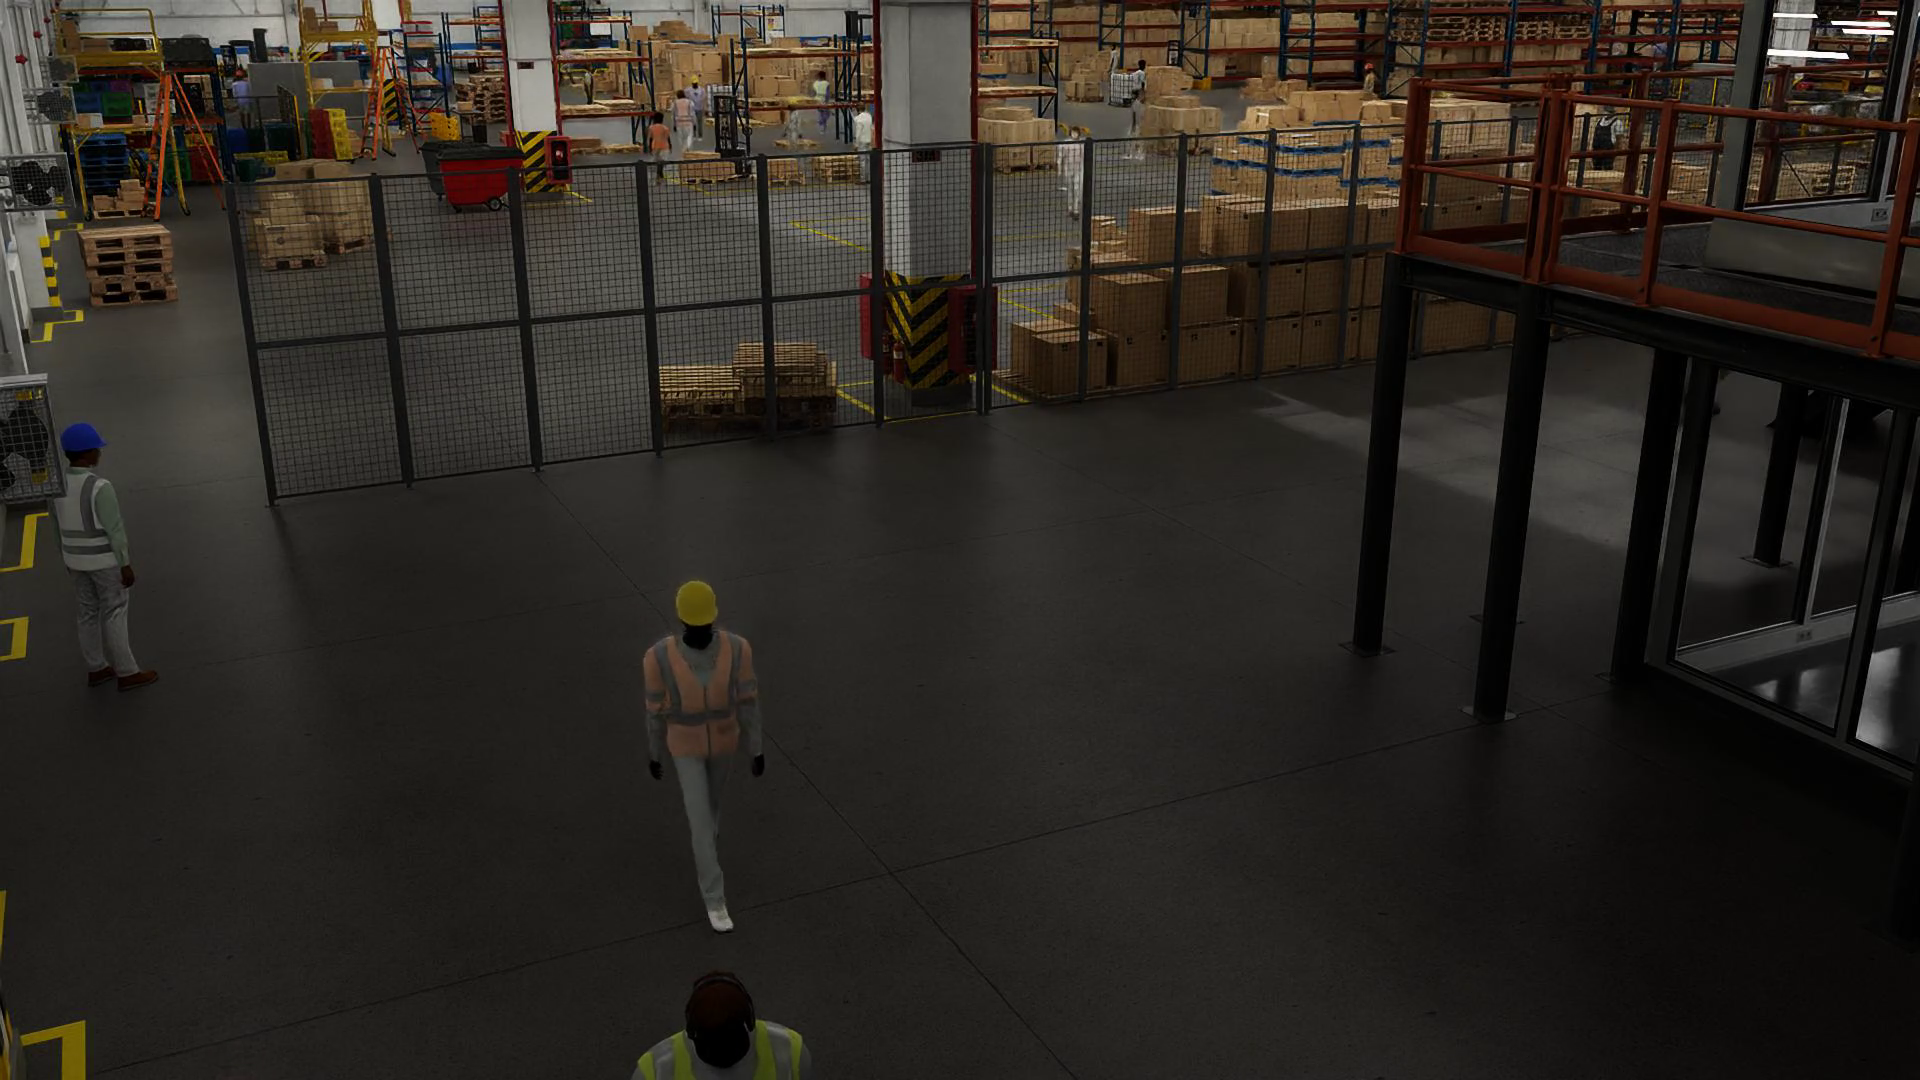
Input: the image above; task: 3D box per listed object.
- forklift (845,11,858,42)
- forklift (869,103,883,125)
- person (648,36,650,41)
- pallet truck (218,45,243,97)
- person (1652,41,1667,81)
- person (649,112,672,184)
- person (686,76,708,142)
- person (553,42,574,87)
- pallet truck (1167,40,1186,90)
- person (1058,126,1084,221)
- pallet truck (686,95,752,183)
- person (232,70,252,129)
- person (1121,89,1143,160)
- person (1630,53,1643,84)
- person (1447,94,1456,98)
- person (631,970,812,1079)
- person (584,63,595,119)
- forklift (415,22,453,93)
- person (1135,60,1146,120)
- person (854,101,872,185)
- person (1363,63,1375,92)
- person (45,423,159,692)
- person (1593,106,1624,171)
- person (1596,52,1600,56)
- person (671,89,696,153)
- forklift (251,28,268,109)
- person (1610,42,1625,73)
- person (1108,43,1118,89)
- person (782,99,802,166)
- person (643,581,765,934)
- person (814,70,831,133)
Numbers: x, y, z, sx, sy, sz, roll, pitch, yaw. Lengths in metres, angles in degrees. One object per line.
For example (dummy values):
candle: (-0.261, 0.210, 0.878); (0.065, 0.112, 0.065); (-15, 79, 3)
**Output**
forklift: (-5.435, -25.090, 83.402); (1.873, 2.768, 1.129); (-9, 21, -25)
forklift: (-1.933, -14.881, 53.809); (1.873, 2.768, 1.129); (-9, 21, -25)
person: (-14.288, -22.202, 76.511); (0.642, 1.908, 0.936); (-8, 21, -22)
pallet truck: (-28.879, -18.665, 66.111); (0.823, 1.965, 1.885); (-3, 19, -9)
person: (31.508, -21.642, 74.859); (0.644, 1.917, 0.493); (9, 21, 26)
person: (-7.135, -9.295, 39.441); (0.534, 1.665, 0.789); (4, 20, 12)
person: (-7.710, -12.638, 48.782); (0.597, 1.894, 0.804); (-5, 20, -14)
person: (-16.903, -20.271, 70.952); (0.559, 1.874, 1.001); (17, 25, 41)
pallet truck: (9.045, -19.971, 69.895); (0.823, 1.965, 1.885); (-3, 19, -8)
person: (2.315, -7.464, 33.827); (0.650, 1.882, 1.039); (2, 19, 6)
pallet truck: (-5.836, -9.608, 39.856); (0.823, 1.965, 1.885); (10, 22, 27)
person: (-22.198, -13.570, 51.525); (0.549, 1.889, 1.014); (-7, 20, -20)
person: (4.604, -11.060, 44.295); (0.717, 1.842, 0.549); (10, 21, 27)
person: (27.057, -18.684, 66.670); (0.817, 1.668, 0.537); (-8, 21, -23)
person: (13.007, -11.177, 44.874); (0.978, 1.686, 0.528); (-1, 19, -4)
person: (-0.780, 2.273, 5.650); (0.634, 1.841, 0.429); (-6, 20, -17)
person: (-12.539, -15.207, 56.338); (0.341, 1.839, 0.501); (-3, 19, -8)
forklift: (-21.545, -19.432, 67.000); (1.129, 2.768, 1.873); (7, 20, 20)
person: (6.073, -15.124, 55.889); (0.361, 1.964, 0.617); (-5, 20, -15)
person: (-2.292, -9.332, 39.150); (0.378, 1.937, 0.628); (10, 21, 27)
person: (13.382, -14.670, 54.670); (0.413, 1.915, 0.626); (-5, 20, -15)
person: (-6.076, 0.127, 11.721); (0.617, 1.938, 0.399); (8, 20, 21)
person: (14.567, -8.858, 37.615); (0.536, 2.000, 0.682); (-11, 22, -29)
person: (27.720, -20.866, 72.796); (0.624, 1.803, 0.947); (-8, 20, -21)
person: (-7.405, -11.160, 44.637); (0.650, 1.811, 0.451); (-2, 19, -6)
forklift: (-24.981, -16.906, 59.677); (1.873, 2.768, 1.129); (-9, 21, -25)
person: (30.888, -22.671, 77.905); (1.056, 1.880, 0.546); (3, 19, 9)
person: (6.466, -19.979, 70.123); (0.329, 1.865, 0.512); (11, 22, 28)
person: (-4.342, -10.427, 42.645); (0.605, 1.725, 0.491); (-14, 24, -36)
person: (-1.387, 1.084, 9.048); (0.603, 1.882, 0.980); (-8, 21, -21)
person: (-4.225, -13.512, 51.306); (0.619, 1.904, 0.447); (11, 22, 29)
